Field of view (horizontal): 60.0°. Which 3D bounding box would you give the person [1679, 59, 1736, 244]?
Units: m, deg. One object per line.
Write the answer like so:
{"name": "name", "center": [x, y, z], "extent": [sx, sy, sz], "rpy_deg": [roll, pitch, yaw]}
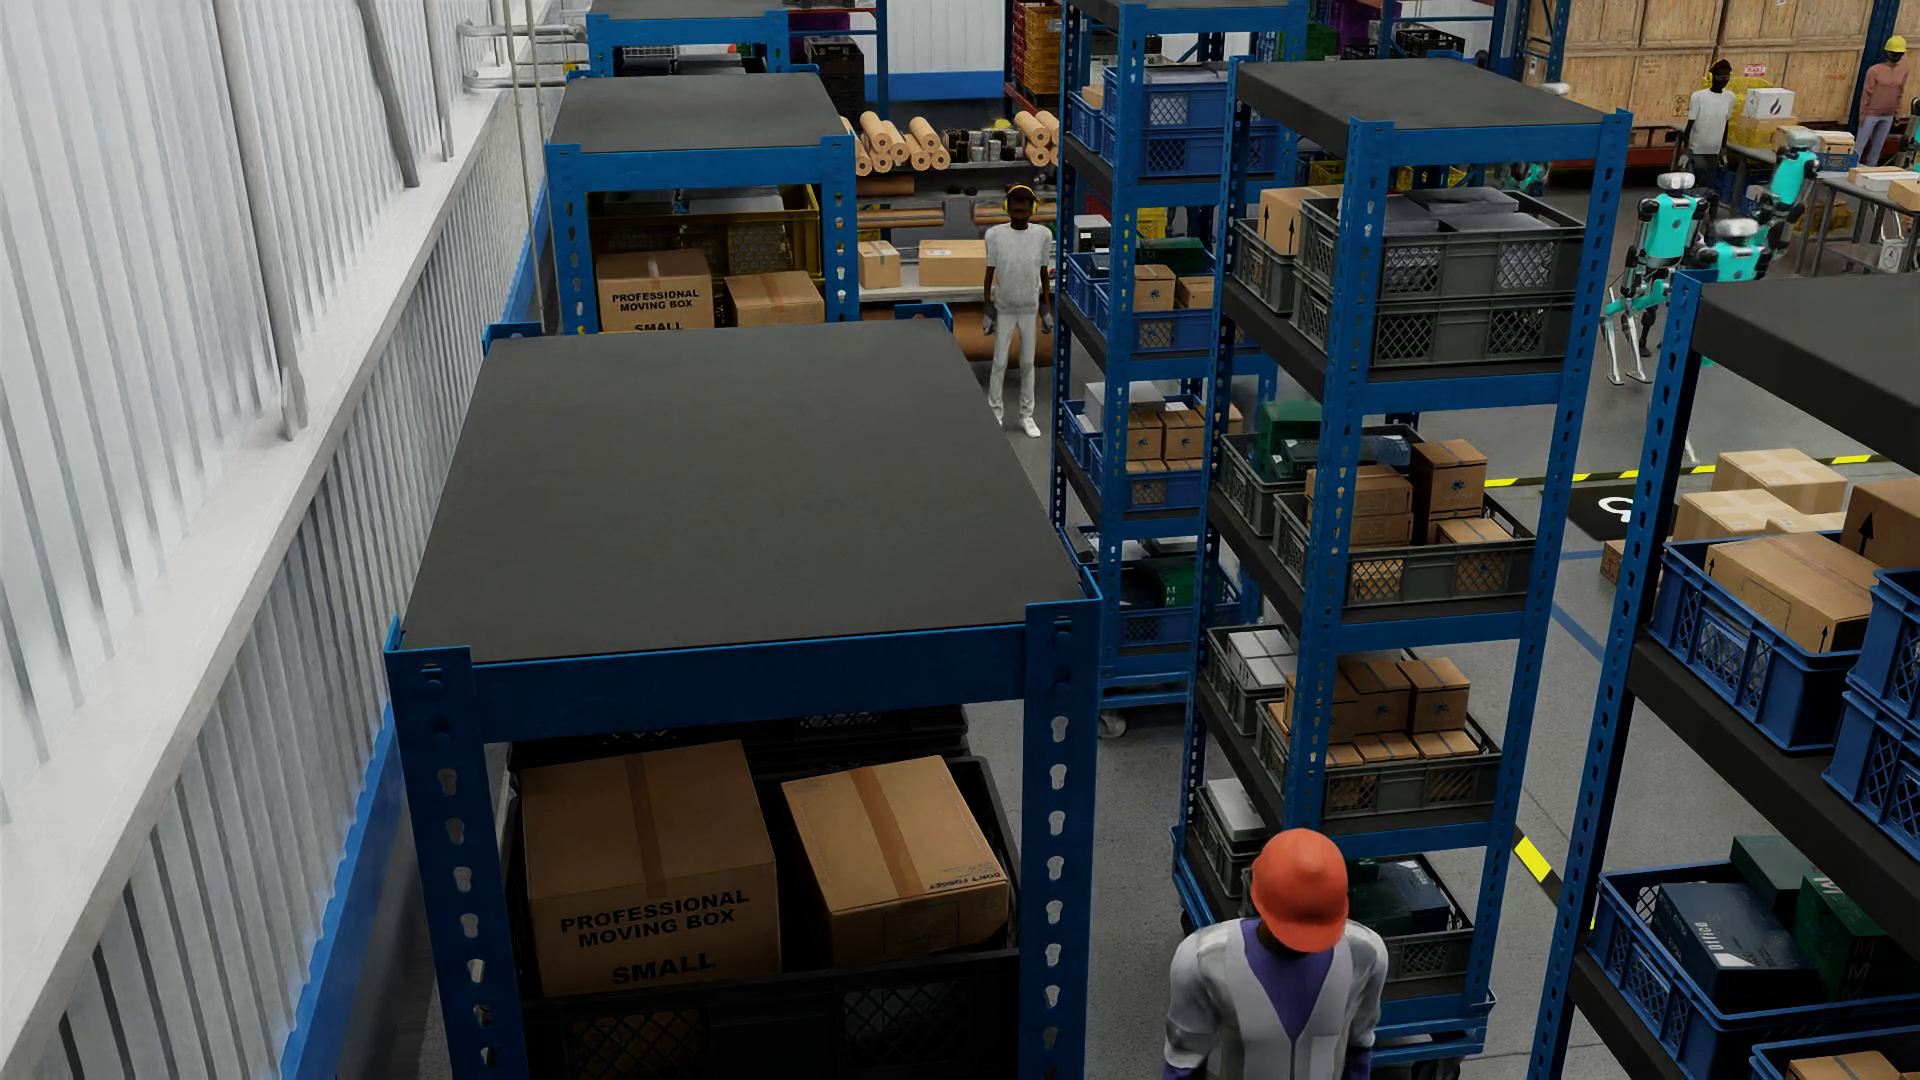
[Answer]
{"name": "person", "center": [7.594, -3.940, 16.947], "extent": [0.516, 1.873, 0.328], "rpy_deg": [-4, 25, -8]}

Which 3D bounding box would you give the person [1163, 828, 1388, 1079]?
{"name": "person", "center": [0.854, 1.653, 4.598], "extent": [0.604, 2.033, 0.387], "rpy_deg": [-4, 25, -8]}

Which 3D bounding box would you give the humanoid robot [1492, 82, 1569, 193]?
{"name": "humanoid robot", "center": [5.585, -3.773, 16.805], "extent": [0.543, 1.766, 1.016], "rpy_deg": [-17, 29, -32]}

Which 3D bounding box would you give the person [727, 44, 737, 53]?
{"name": "person", "center": [-2.312, -4.296, 17.639], "extent": [0.542, 1.939, 0.358], "rpy_deg": [-4, 25, -8]}

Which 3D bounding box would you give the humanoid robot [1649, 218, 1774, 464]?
{"name": "humanoid robot", "center": [5.159, -1.476, 11.775], "extent": [0.547, 1.783, 0.927], "rpy_deg": [-4, 25, -8]}

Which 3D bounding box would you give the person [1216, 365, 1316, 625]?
{"name": "person", "center": [1.676, -0.442, 9.419], "extent": [0.605, 1.800, 0.962], "rpy_deg": [-2, 25, -4]}

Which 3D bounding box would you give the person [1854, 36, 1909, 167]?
{"name": "person", "center": [10.569, -4.883, 19.118], "extent": [0.523, 1.769, 0.312], "rpy_deg": [-4, 25, -8]}

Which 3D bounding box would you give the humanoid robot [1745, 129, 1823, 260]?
{"name": "humanoid robot", "center": [6.731, -2.588, 14.181], "extent": [0.814, 1.791, 0.564], "rpy_deg": [-3, 25, -7]}

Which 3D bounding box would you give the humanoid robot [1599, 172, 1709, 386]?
{"name": "humanoid robot", "center": [5.260, -2.049, 12.834], "extent": [0.533, 1.677, 0.735], "rpy_deg": [-4, 25, -8]}

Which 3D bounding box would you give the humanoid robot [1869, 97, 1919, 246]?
{"name": "humanoid robot", "center": [9.494, -3.815, 16.680], "extent": [0.533, 1.672, 0.735], "rpy_deg": [-4, 25, -8]}

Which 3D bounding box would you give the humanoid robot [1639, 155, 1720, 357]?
{"name": "humanoid robot", "center": [5.908, -2.328, 13.660], "extent": [0.599, 1.653, 0.315], "rpy_deg": [-4, 25, -8]}

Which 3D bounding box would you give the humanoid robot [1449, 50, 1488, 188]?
{"name": "humanoid robot", "center": [5.797, -4.691, 18.798], "extent": [0.599, 1.653, 0.315], "rpy_deg": [-4, 25, -8]}

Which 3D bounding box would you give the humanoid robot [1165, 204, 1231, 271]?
{"name": "humanoid robot", "center": [1.933, -2.295, 13.590], "extent": [0.599, 1.653, 0.315], "rpy_deg": [-4, 25, -8]}

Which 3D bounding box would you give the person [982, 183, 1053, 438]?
{"name": "person", "center": [0.415, -1.628, 11.930], "extent": [0.516, 1.865, 0.328], "rpy_deg": [-4, 25, -8]}

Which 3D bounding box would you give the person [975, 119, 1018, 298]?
{"name": "person", "center": [0.355, -2.947, 14.994], "extent": [0.505, 1.688, 0.917], "rpy_deg": [-8, 26, -17]}
